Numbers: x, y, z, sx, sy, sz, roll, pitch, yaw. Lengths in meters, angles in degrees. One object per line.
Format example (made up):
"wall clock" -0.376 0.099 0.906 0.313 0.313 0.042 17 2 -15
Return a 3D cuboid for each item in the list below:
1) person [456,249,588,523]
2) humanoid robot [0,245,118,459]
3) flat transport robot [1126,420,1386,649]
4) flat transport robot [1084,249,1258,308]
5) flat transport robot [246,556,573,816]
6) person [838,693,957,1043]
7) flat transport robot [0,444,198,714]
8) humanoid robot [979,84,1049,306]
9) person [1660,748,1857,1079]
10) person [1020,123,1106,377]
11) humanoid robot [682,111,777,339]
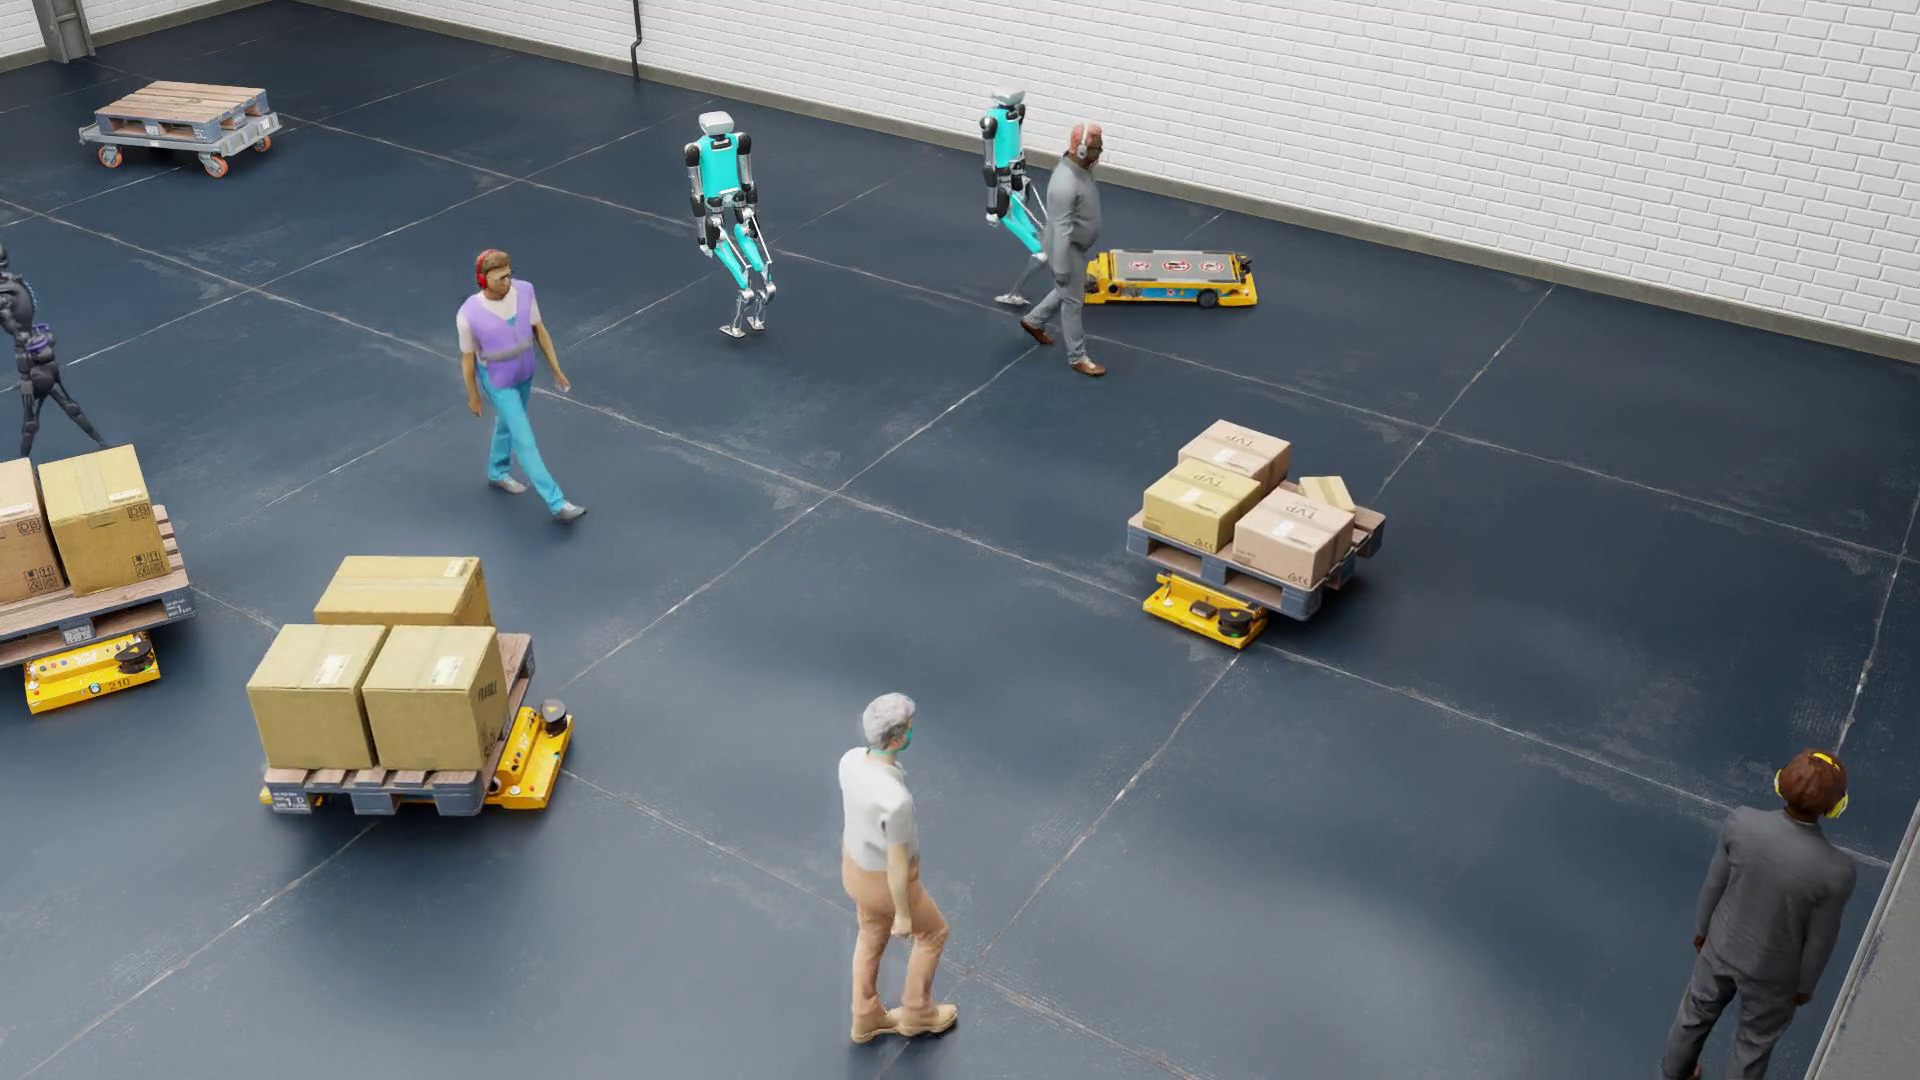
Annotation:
"person" -2.750 -0.969 10.366 1.001 1.783 0.569 18 37 25
"humanoid robot" -6.082 -1.169 10.803 0.772 1.622 0.610 -13 35 -19
"flat transport robot" 1.759 0.151 10.021 0.659 0.231 1.431 22 39 31
"flat transport robot" 1.680 -2.137 13.582 1.431 0.231 0.659 1 33 2
"flat transport robot" -2.778 1.095 8.553 1.431 0.231 0.659 1 33 1
"person" -0.248 1.356 6.802 0.589 1.718 0.500 -19 37 -27
"flat transport robot" -5.059 0.454 9.550 0.659 0.231 1.431 -17 37 -25
"humanoid robot" 0.520 -2.617 12.959 0.713 1.786 0.543 19 37 26
"person" 3.034 1.565 6.348 0.364 1.870 0.495 -24 40 -32
"person" 0.755 -2.123 12.096 0.683 1.889 0.688 12 35 18
"humanoid robot" -1.634 -2.276 12.316 0.533 1.677 0.735 -20 38 -28
